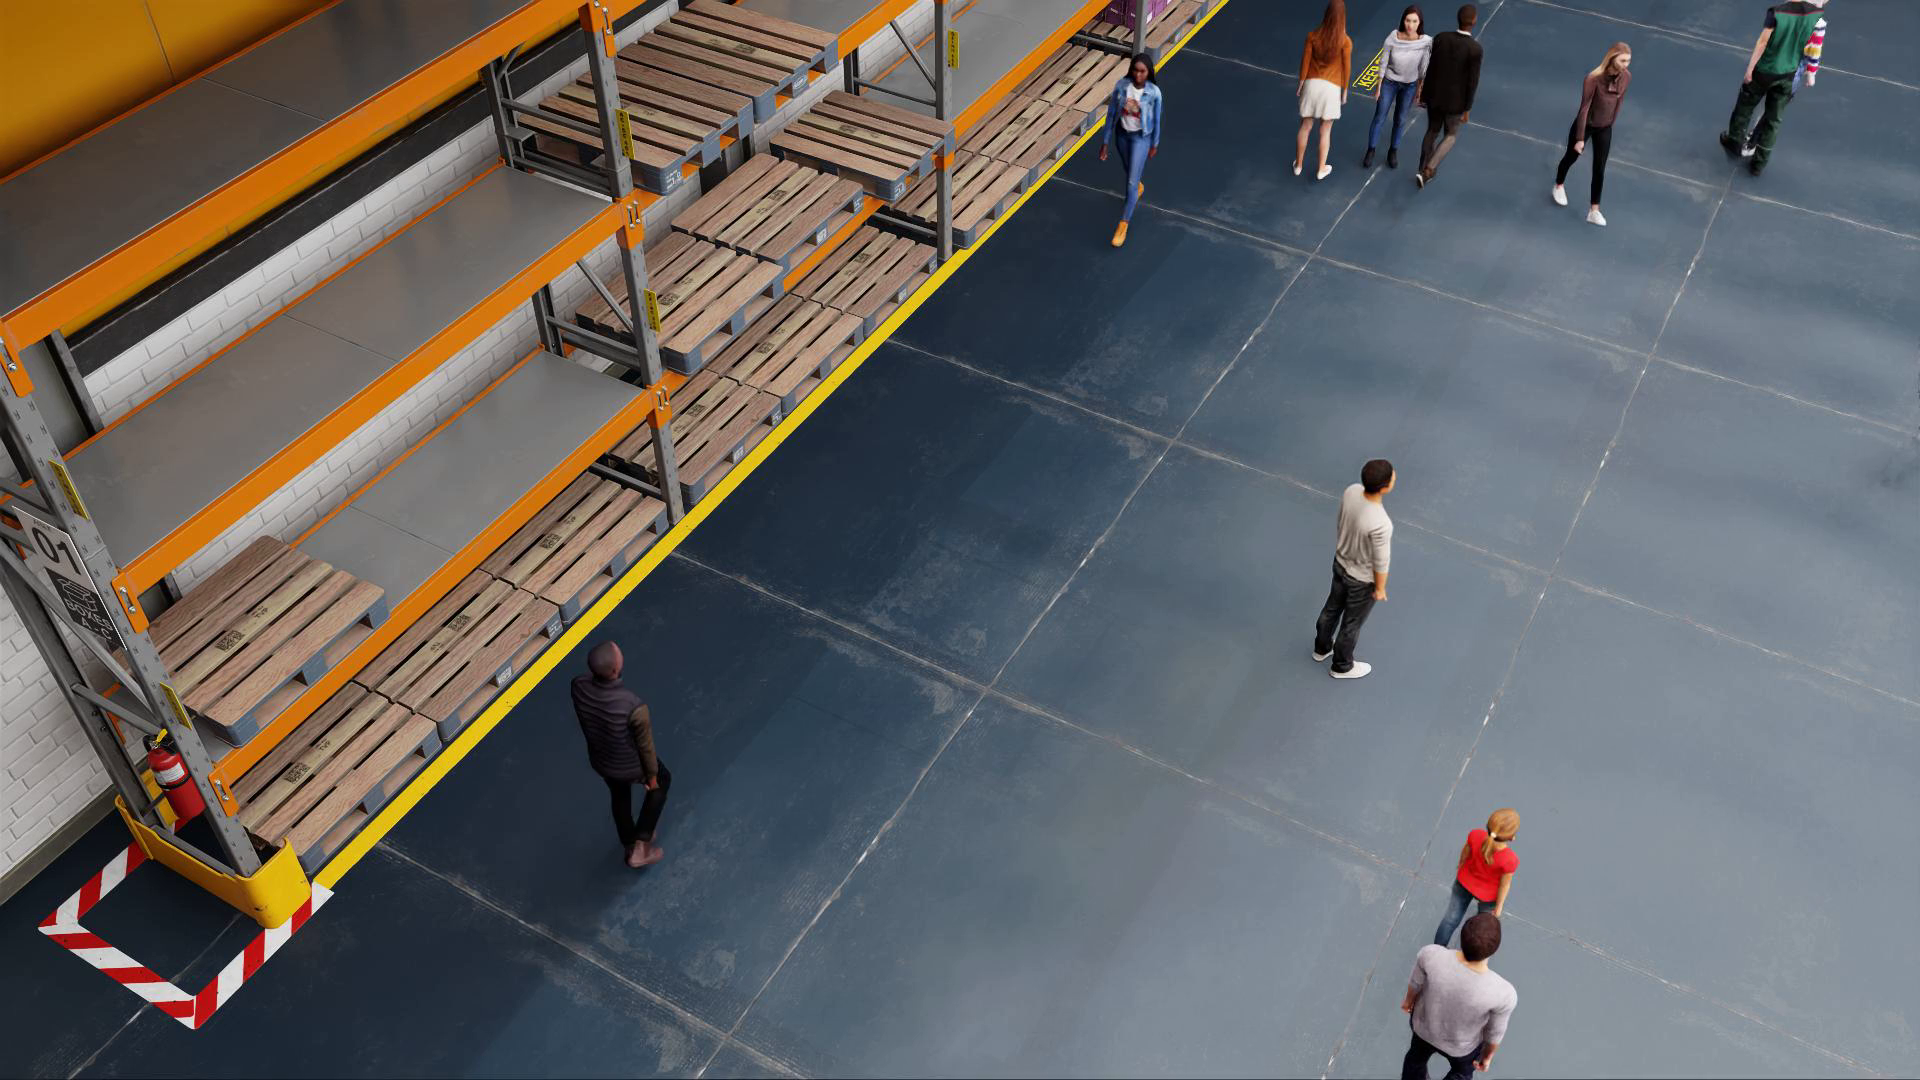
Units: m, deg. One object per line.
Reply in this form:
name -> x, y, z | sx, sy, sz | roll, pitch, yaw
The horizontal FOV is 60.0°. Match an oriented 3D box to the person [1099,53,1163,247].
person -> 1.563, -3.583, 14.864 | 0.646, 1.663, 1.198 | 19, 47, 19

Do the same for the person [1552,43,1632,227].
person -> 5.663, -3.748, 15.035 | 0.989, 1.665, 1.097 | -6, 44, -6

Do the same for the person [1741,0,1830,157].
person -> 7.711, -4.412, 15.637 | 0.821, 1.796, 0.736 | -5, 44, -5

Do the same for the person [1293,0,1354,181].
person -> 3.360, -4.176, 15.447 | 0.653, 1.717, 0.602 | 16, 46, 16

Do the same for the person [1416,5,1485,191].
person -> 4.396, -3.978, 15.191 | 0.744, 1.783, 0.903 | 29, 51, 27

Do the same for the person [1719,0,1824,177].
person -> 7.581, -4.299, 15.474 | 1.034, 1.858, 1.134 | 1, 44, 1

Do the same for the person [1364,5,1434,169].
person -> 4.102, -4.252, 15.589 | 0.664, 1.632, 0.636 | 6, 44, 6

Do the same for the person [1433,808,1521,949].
person -> 2.858, 1.980, 9.303 | 0.643, 1.278, 0.932 | 33, 53, 30

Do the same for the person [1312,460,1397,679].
person -> 2.573, 0.184, 10.801 | 0.757, 1.812, 0.737 | -17, 46, -17

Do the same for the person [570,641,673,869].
person -> -1.997, 1.313, 9.607 | 0.715, 1.826, 0.696 | 18, 47, 18

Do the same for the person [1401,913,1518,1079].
person -> 2.410, 2.507, 8.352 | 0.708, 1.828, 0.840 | 26, 49, 25
